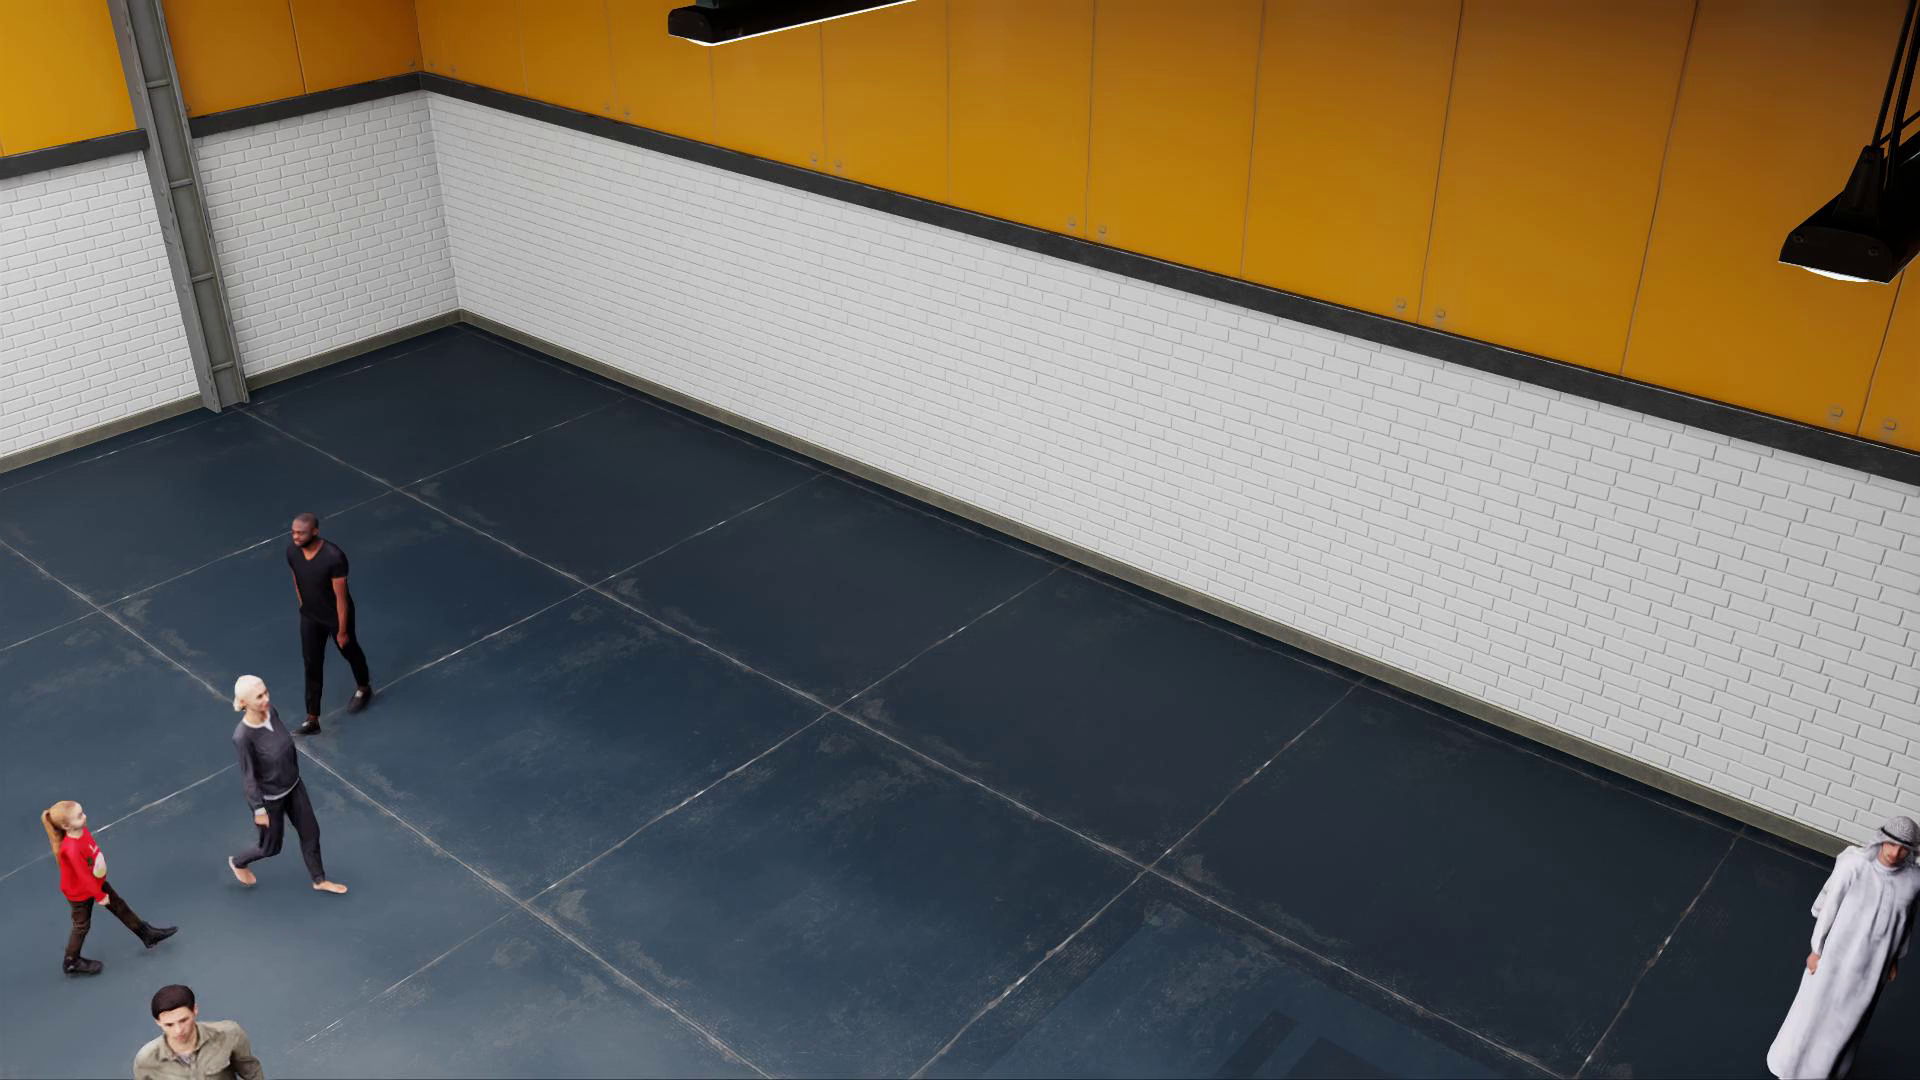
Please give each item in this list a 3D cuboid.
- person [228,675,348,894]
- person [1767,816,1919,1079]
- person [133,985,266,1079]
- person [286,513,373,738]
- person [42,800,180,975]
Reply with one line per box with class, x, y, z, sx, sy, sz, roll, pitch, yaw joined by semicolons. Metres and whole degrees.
person;-4.539;1.618;10.857;0.964;1.703;1.043;6;29;11
person;5.018;2.320;9.340;0.807;1.924;0.838;1;29;3
person;-3.746;2.899;8.375;1.135;1.832;1.110;-10;30;-17
person;-4.762;0.562;12.710;0.974;1.783;1.218;8;30;15
person;-5.475;2.175;10.313;0.967;1.247;0.812;-8;30;-15
